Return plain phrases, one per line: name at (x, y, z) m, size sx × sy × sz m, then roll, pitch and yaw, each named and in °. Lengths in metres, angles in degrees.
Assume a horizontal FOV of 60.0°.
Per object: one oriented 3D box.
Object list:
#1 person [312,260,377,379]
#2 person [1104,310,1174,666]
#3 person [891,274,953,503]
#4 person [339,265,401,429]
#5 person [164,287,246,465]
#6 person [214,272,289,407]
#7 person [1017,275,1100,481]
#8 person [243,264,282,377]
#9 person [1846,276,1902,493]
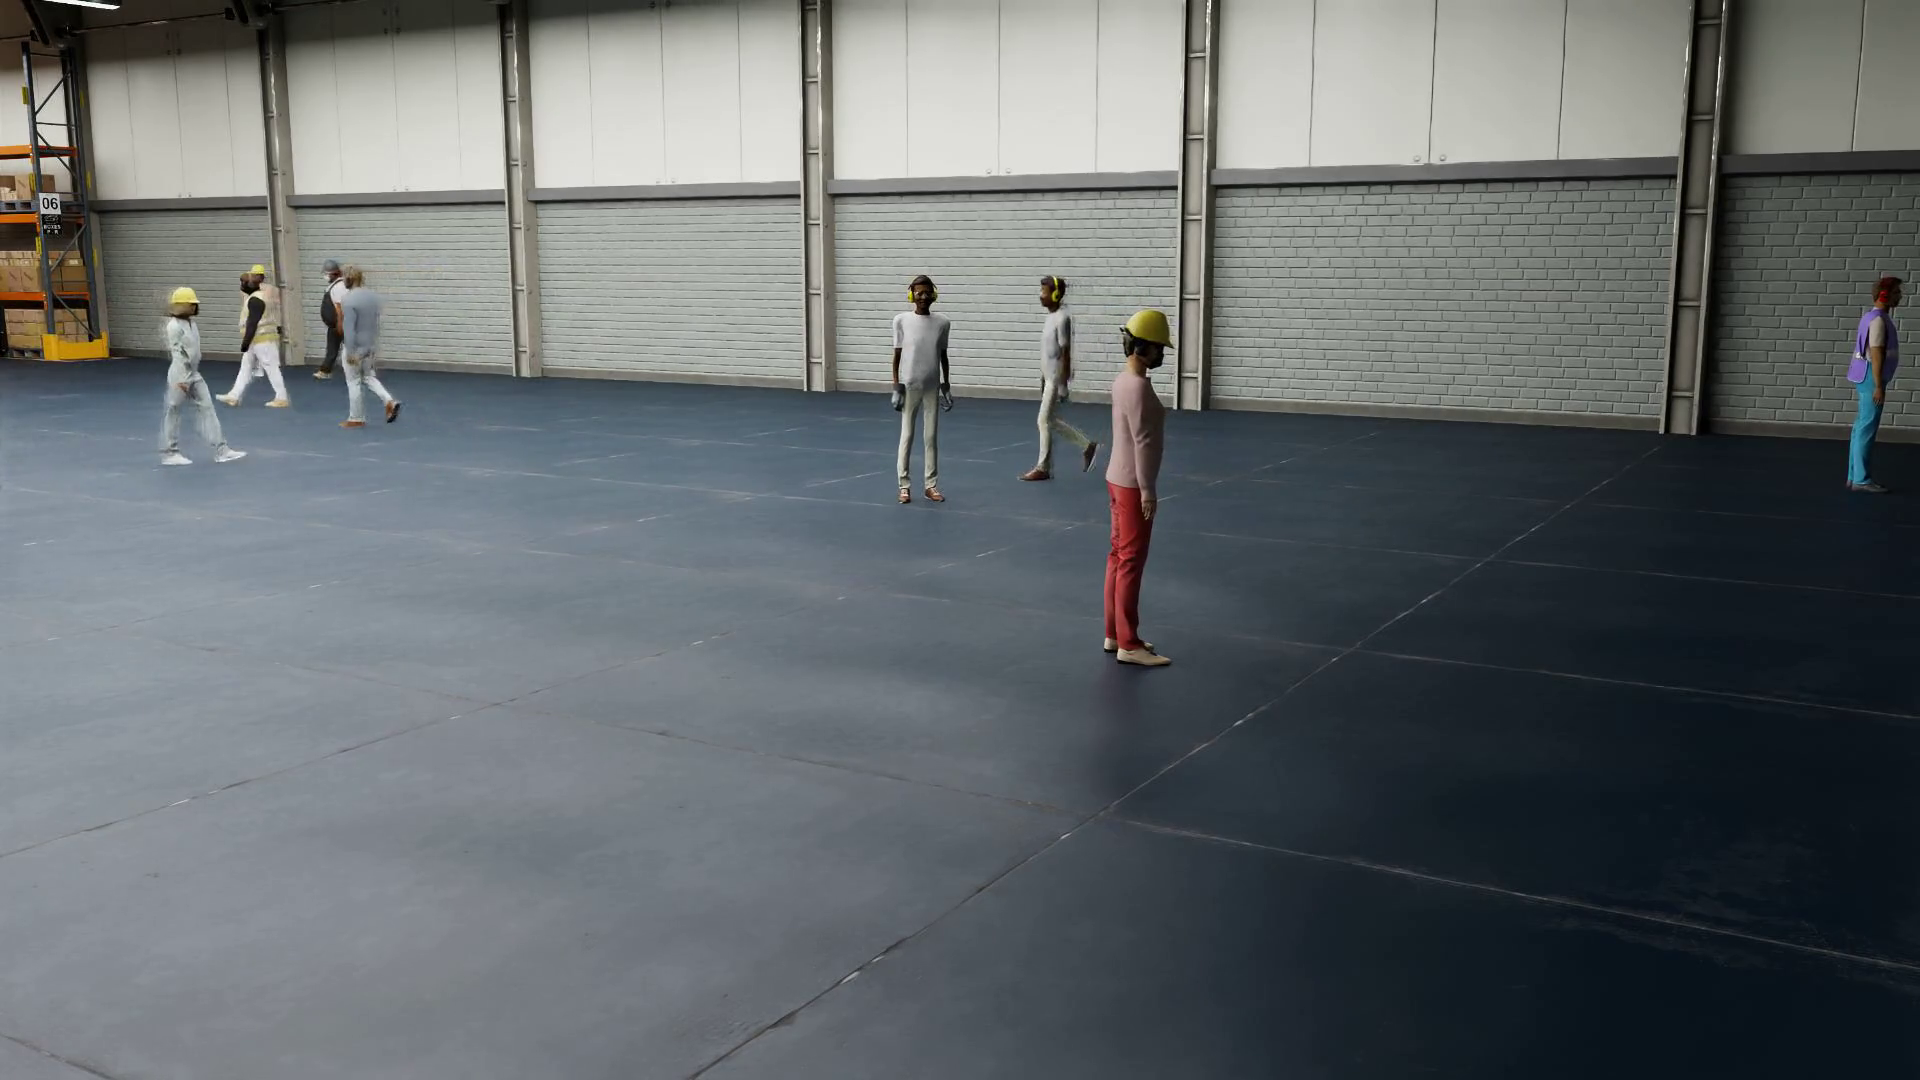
person at (-10.177, -3.664, 27.392) m, size 0.993 × 2.000 × 0.732 m, roll -6°, pitch 12°, yaw -33°
person at (0.895, -0.261, 8.296) m, size 0.326 × 1.761 × 0.523 m, roll -1°, pitch 10°, yaw -6°
person at (-0.313, -1.239, 13.690) m, size 0.518 × 1.874 × 0.327 m, roll -3°, pitch 10°, yaw -16°
person at (-6.982, -2.250, 19.451) m, size 0.646 × 1.927 × 0.641 m, roll 2°, pitch 10°, yaw 13°
person at (-7.374, -1.572, 16.072) m, size 0.831 × 1.706 × 0.506 m, roll 1°, pitch 10°, yaw 4°
person at (-9.463, -2.650, 22.157) m, size 0.946 × 1.793 × 0.644 m, roll -4°, pitch 11°, yaw -24°
person at (0.893, -1.453, 14.991) m, size 0.699 × 1.855 × 0.523 m, roll -1°, pitch 10°, yaw -6°
person at (-11.556, -3.629, 27.634) m, size 0.597 × 1.897 × 0.870 m, roll -8°, pitch 12°, yaw -39°
person at (7.857, -1.337, 14.323) m, size 0.388 × 1.849 × 0.564 m, roll 4°, pitch 10°, yaw 22°
